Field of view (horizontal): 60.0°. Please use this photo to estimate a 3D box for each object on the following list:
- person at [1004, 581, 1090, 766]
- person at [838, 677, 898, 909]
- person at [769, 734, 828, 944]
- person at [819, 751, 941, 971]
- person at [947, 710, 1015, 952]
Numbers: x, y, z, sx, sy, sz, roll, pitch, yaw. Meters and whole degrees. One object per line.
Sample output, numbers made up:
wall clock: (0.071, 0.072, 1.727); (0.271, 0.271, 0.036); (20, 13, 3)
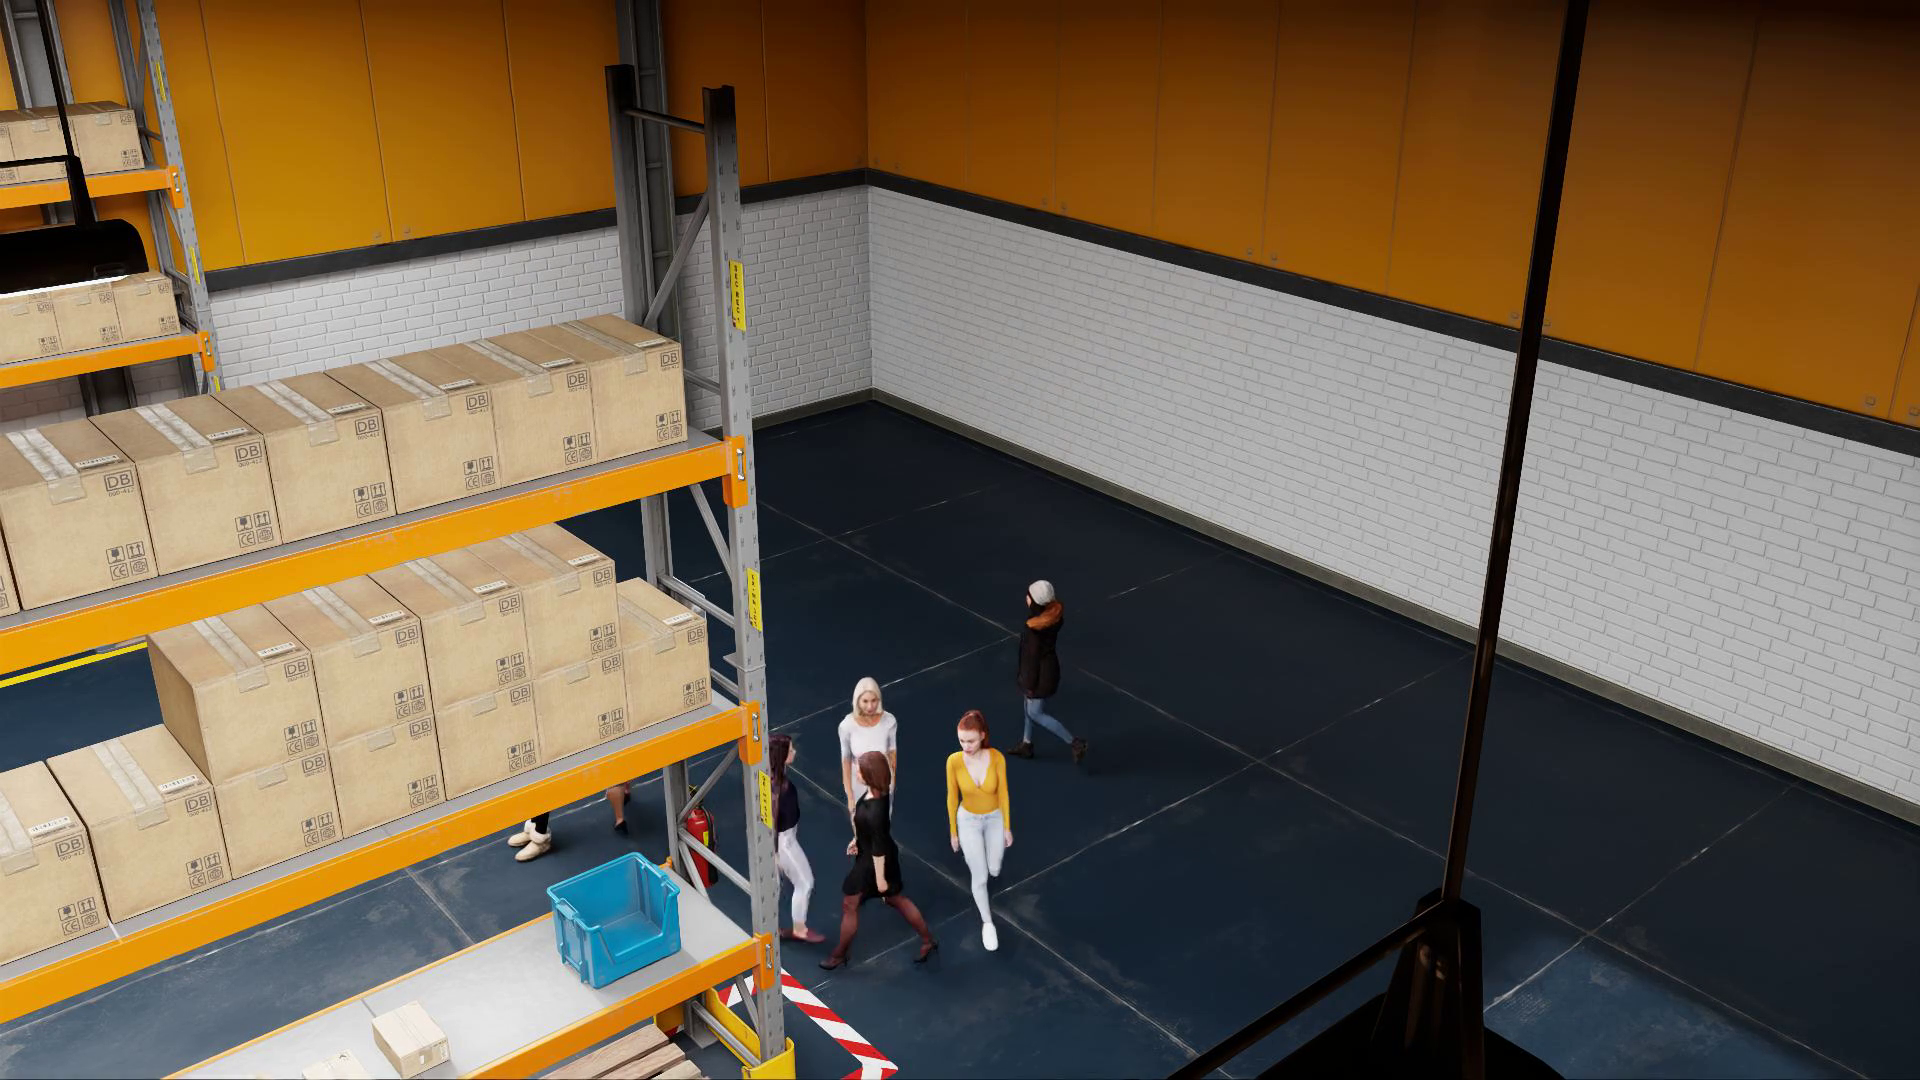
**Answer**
person: (0.705, 1.093, 13.319); (0.981, 1.614, 1.007); (7, 25, 17)
person: (-0.672, 1.703, 11.822); (1.133, 1.695, 1.014); (-4, 24, -9)
person: (-1.277, 2.032, 11.198); (0.787, 1.591, 0.726); (-5, 24, -11)
person: (-0.453, 2.126, 10.898); (1.096, 1.660, 1.021); (1, 24, 2)
person: (0.127, 1.904, 11.311); (0.989, 1.736, 0.964); (-4, 24, -8)
